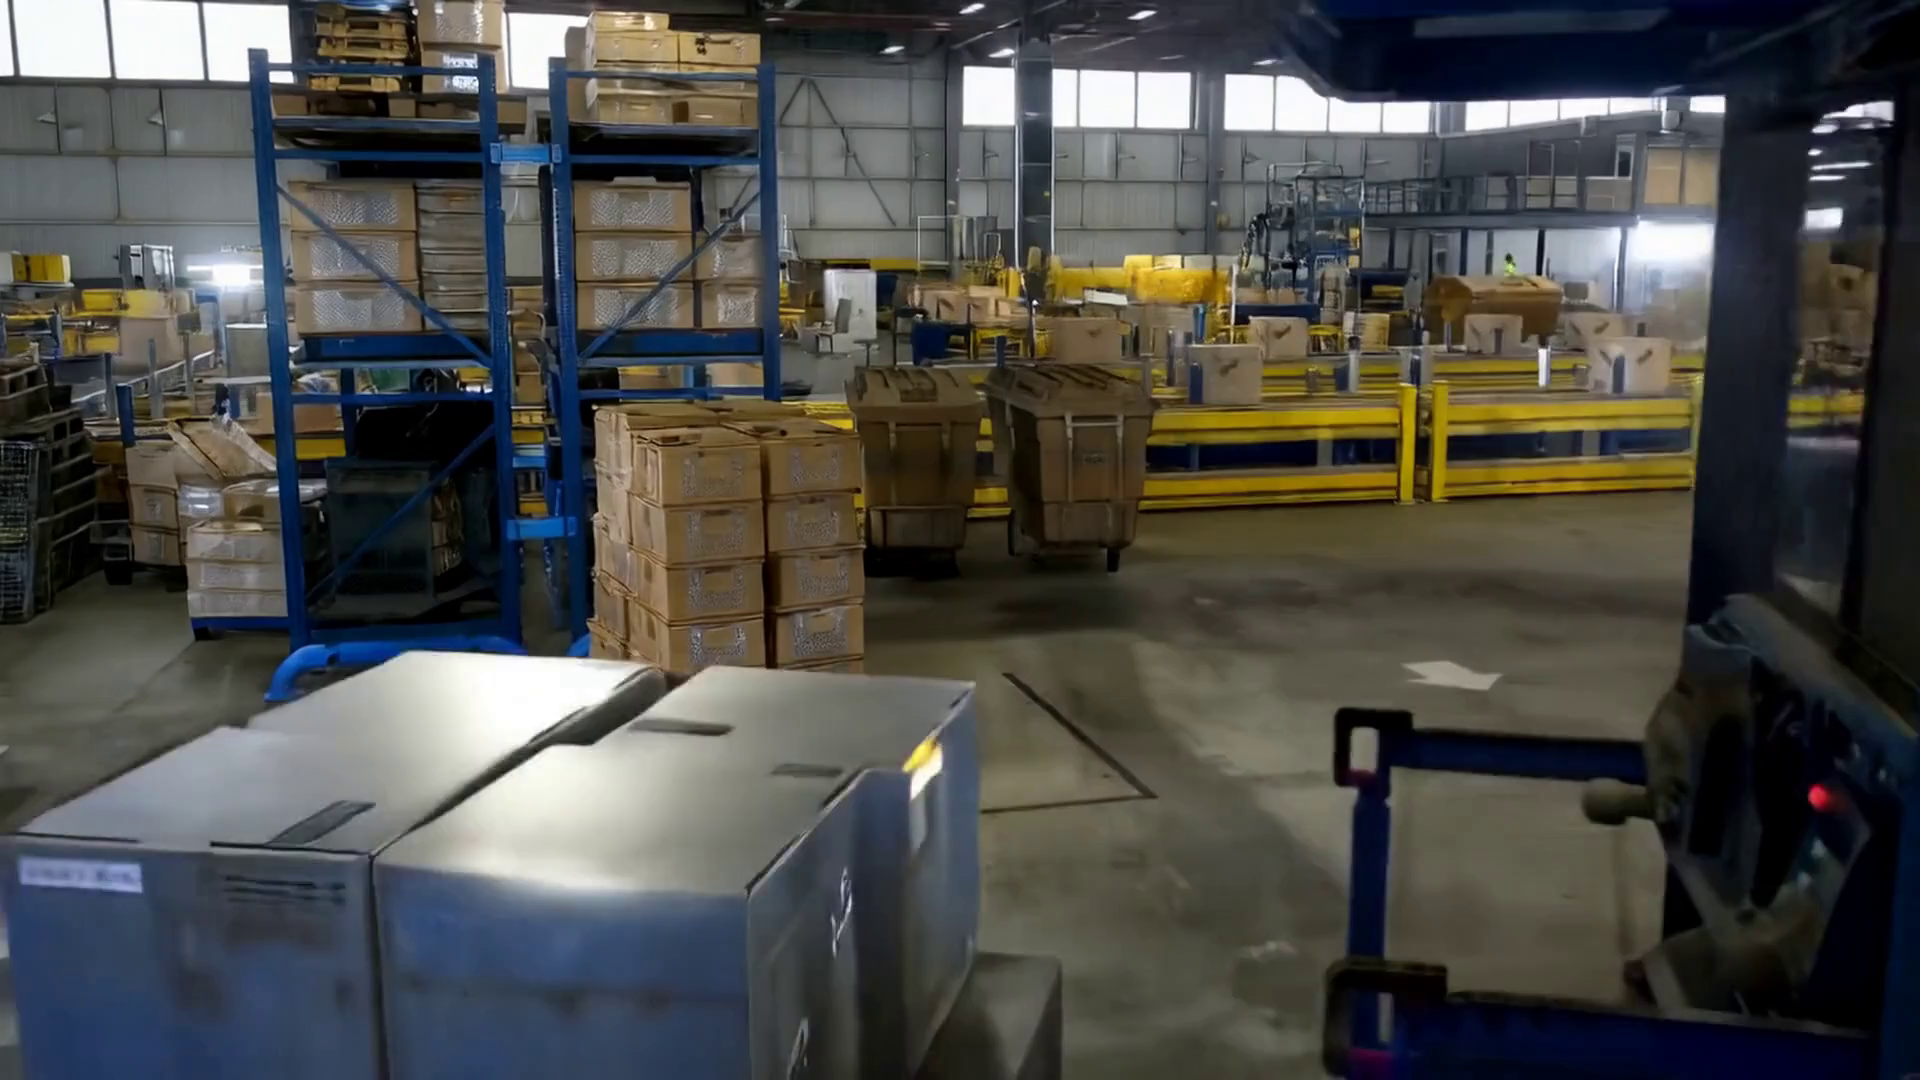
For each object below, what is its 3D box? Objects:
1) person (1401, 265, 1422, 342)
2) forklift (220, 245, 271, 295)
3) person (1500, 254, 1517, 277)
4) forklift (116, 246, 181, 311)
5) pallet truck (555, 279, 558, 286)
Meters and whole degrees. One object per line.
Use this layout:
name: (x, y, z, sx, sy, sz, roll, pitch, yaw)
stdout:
person: (8.769, -4.427, 32.201, 0.525, 1.759, 0.337, -8, 13, -38)
forklift: (-17.749, -6.334, 41.440, 1.157, 1.987, 2.680, -3, 10, -17)
person: (18.163, -8.545, 55.188, 0.621, 1.869, 0.426, -4, 11, -19)
forklift: (-19.966, -6.232, 40.894, 1.157, 1.987, 2.680, -3, 10, -15)
pallet truck: (-10.604, -6.375, 44.520, 0.653, 1.274, 1.630, -3, 10, -15)
